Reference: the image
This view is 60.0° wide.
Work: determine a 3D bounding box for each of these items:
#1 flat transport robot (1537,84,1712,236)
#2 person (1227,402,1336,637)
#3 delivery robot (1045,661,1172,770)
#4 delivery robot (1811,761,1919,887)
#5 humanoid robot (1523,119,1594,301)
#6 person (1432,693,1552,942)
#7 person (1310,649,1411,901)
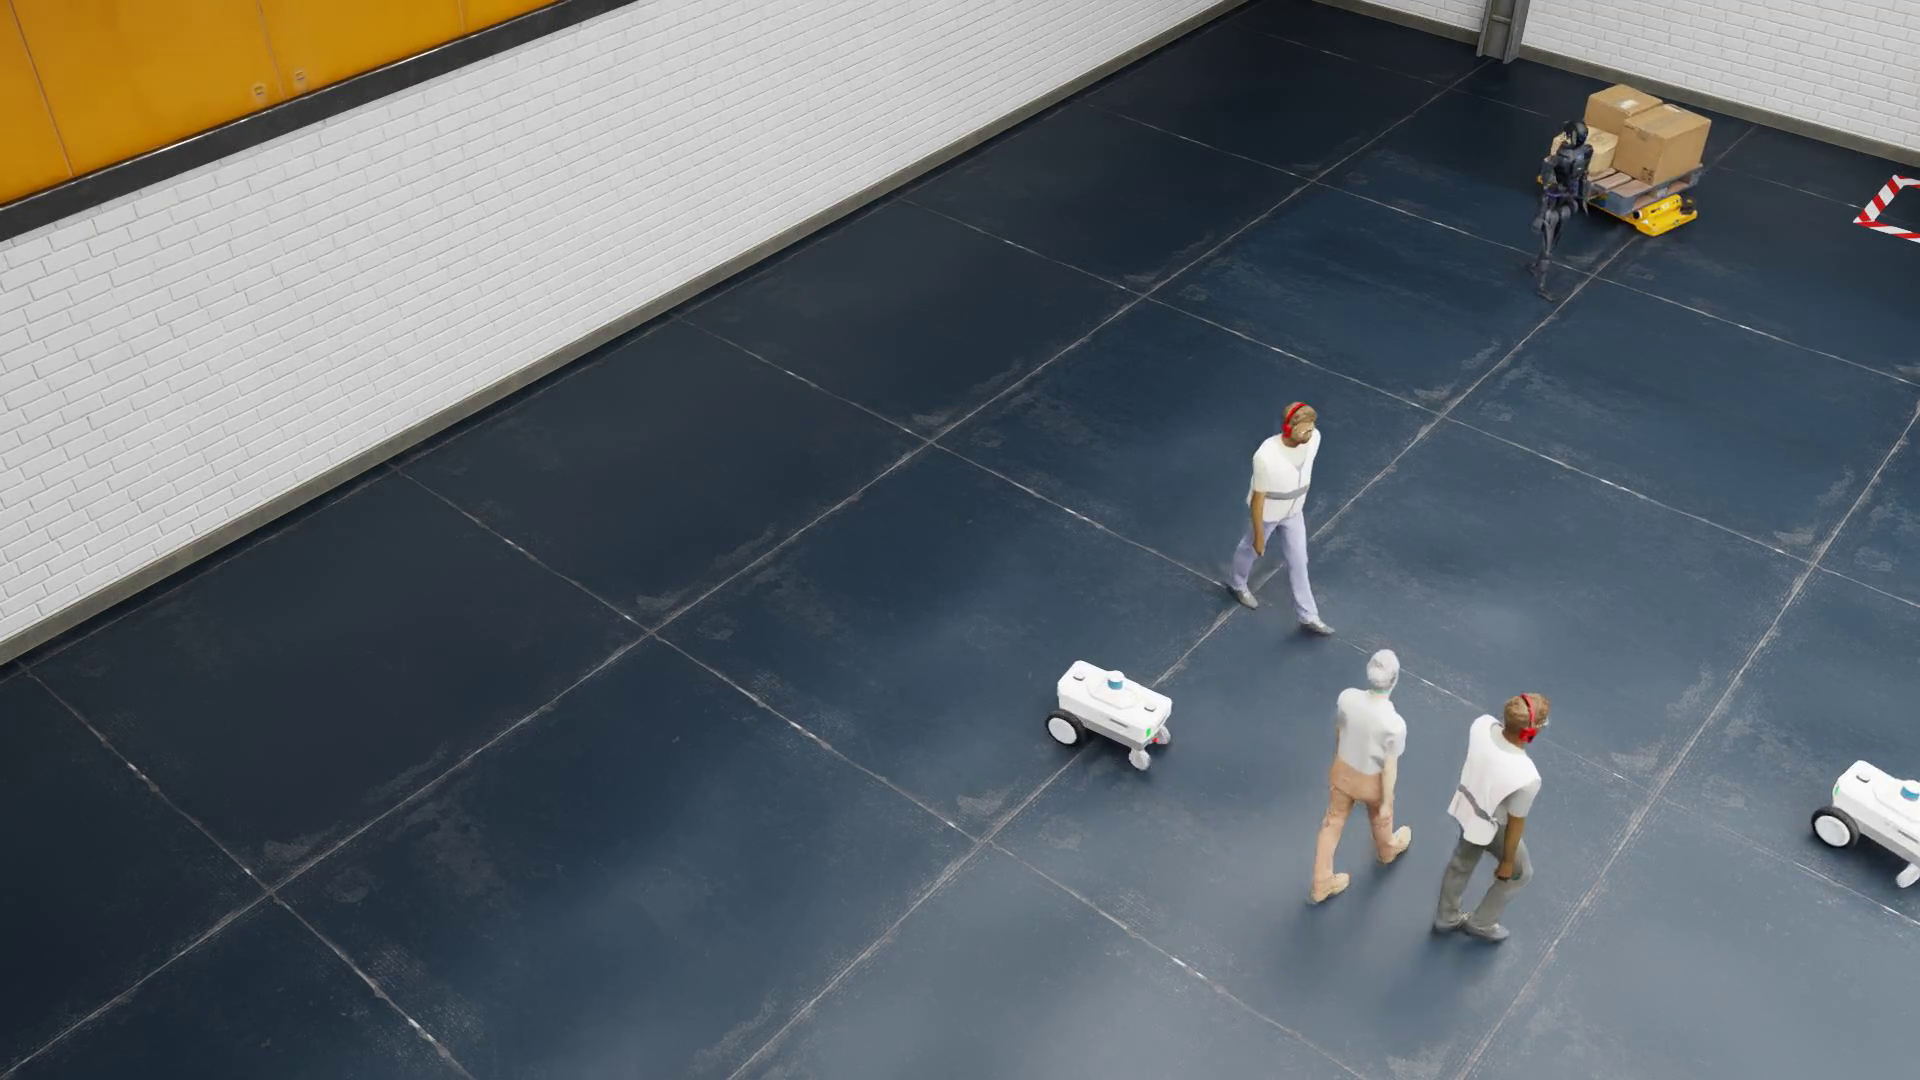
[{"bbox_3d":[6.550,-3.467,16.590,0.659,0.231,1.431,-24,45,-27],"label":"flat transport robot"},{"bbox_3d":[2.206,-0.131,11.220,0.587,1.797,0.951,-22,44,-25],"label":"person"},{"bbox_3d":[0.978,1.087,10.705,0.793,0.590,0.499,22,44,25],"label":"delivery robot"},{"bbox_3d":[5.590,1.674,9.975,0.525,0.587,0.750,-28,46,-30],"label":"delivery robot"},{"bbox_3d":[5.392,-2.993,14.906,0.601,1.646,0.591,-19,42,-21],"label":"humanoid robot"},{"bbox_3d":[2.972,1.538,9.130,0.559,1.827,0.609,-11,40,-13],"label":"person"},{"bbox_3d":[2.366,1.306,9.520,0.867,1.702,0.505,-28,47,-30],"label":"person"}]
